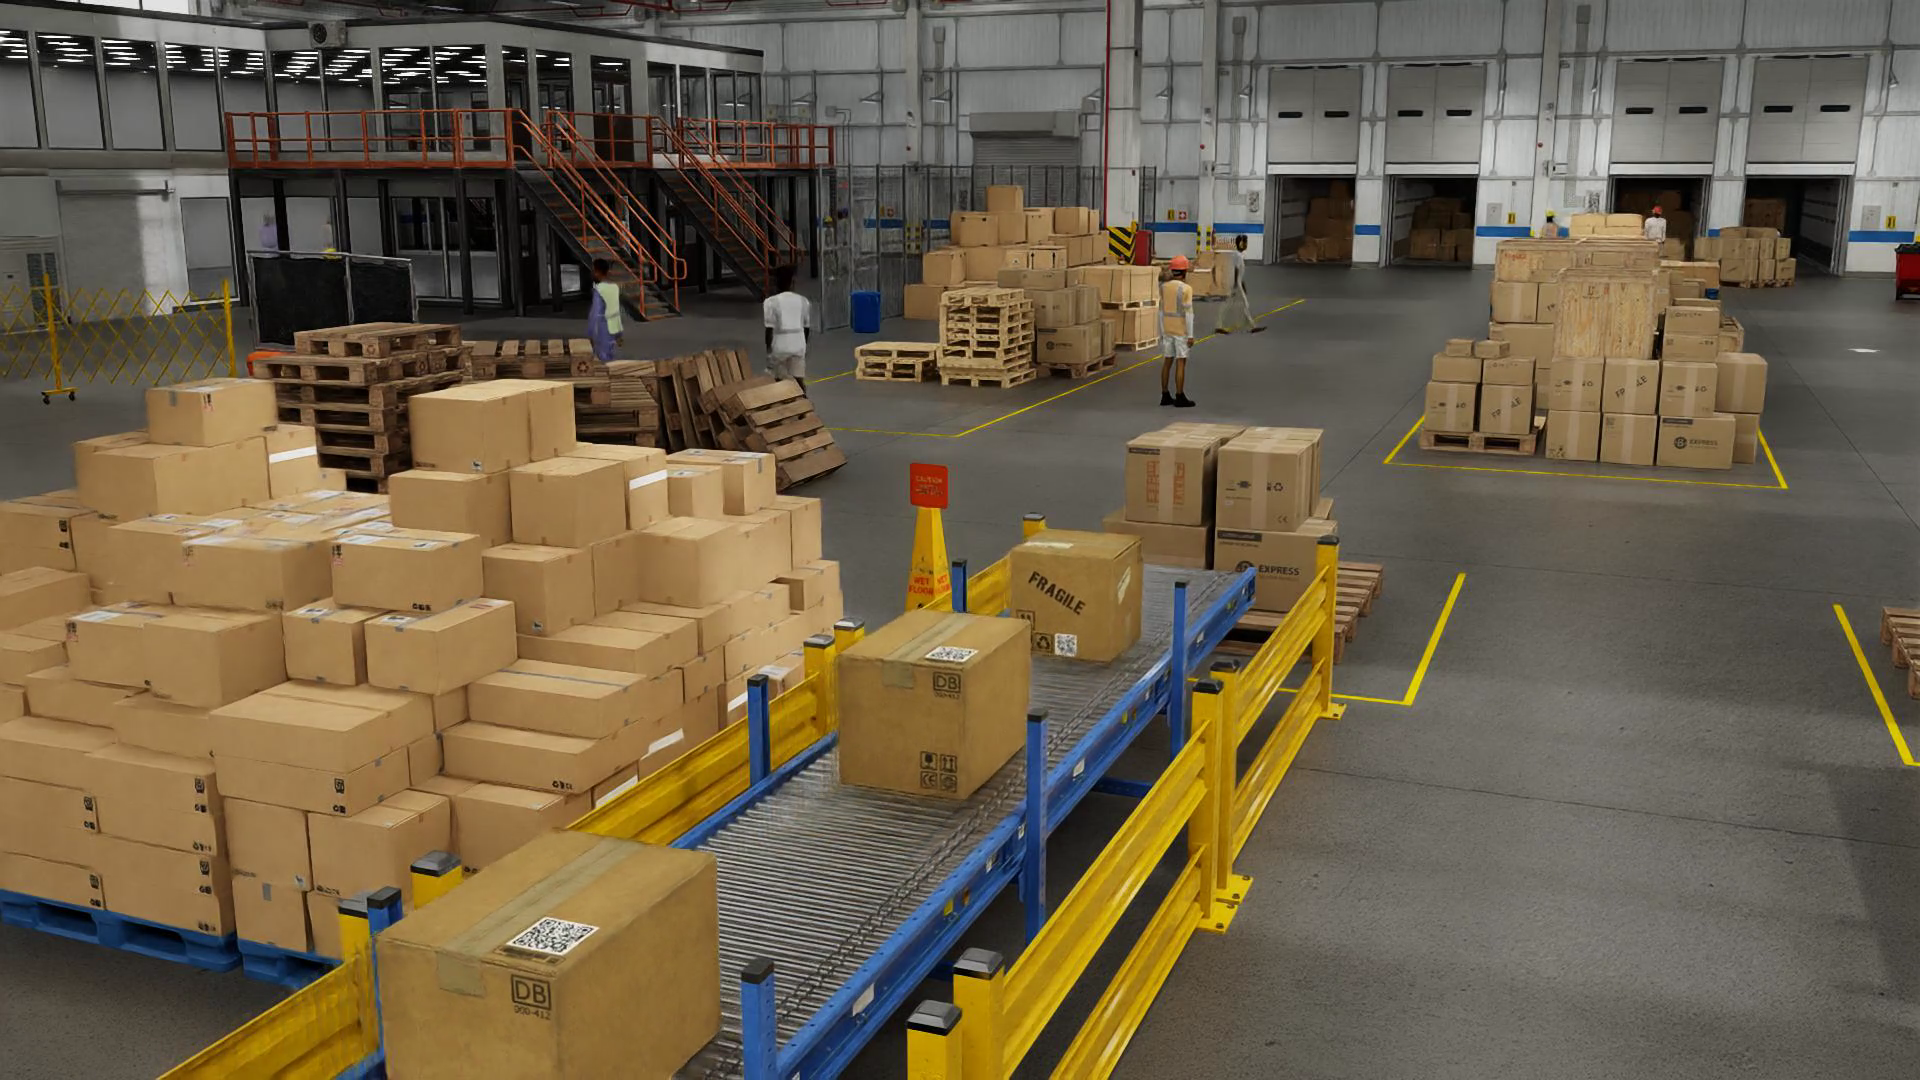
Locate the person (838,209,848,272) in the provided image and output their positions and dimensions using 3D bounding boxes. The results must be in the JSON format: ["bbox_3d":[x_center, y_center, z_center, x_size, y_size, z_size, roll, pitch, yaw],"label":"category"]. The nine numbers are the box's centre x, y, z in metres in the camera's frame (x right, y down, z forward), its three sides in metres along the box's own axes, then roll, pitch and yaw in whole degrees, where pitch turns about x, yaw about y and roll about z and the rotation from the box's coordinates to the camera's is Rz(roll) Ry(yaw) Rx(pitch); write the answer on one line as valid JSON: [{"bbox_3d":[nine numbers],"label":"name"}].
[{"bbox_3d":[-3.493,-8.863,49.255,0.679,1.857,0.658,3,13,12],"label":"person"}]

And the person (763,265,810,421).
[{"bbox_3d":[-2.061,-2.231,19.361,0.619,1.915,0.984,-7,15,-30],"label":"person"}]

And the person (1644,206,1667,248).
[{"bbox_3d":[19.863,-8.548,47.553,0.613,1.985,0.405,1,13,5],"label":"person"}]

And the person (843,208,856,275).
[{"bbox_3d":[-3.207,-8.657,48.122,0.392,1.949,0.602,4,13,19],"label":"person"}]

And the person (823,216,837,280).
[{"bbox_3d":[-3.587,-8.016,45.712,0.324,1.743,0.490,-5,13,-20],"label":"person"}]

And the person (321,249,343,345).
[{"bbox_3d":[-9.999,-3.761,26.576,0.523,1.769,0.313,12,17,43],"label":"person"}]

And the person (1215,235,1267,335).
[{"bbox_3d":[5.148,-4.674,30.549,0.967,1.818,0.539,-1,13,-5],"label":"person"}]

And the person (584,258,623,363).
[{"bbox_3d":[-4.579,-2.624,21.172,0.585,1.900,0.598,1,13,5],"label":"person"}]

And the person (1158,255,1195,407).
[{"bbox_3d":[2.793,-2.669,21.291,0.358,1.937,0.552,-10,16,-38],"label":"person"}]

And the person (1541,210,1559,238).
[{"bbox_3d":[16.099,-8.037,45.427,0.616,1.908,0.536,-7,15,-30],"label":"person"}]
